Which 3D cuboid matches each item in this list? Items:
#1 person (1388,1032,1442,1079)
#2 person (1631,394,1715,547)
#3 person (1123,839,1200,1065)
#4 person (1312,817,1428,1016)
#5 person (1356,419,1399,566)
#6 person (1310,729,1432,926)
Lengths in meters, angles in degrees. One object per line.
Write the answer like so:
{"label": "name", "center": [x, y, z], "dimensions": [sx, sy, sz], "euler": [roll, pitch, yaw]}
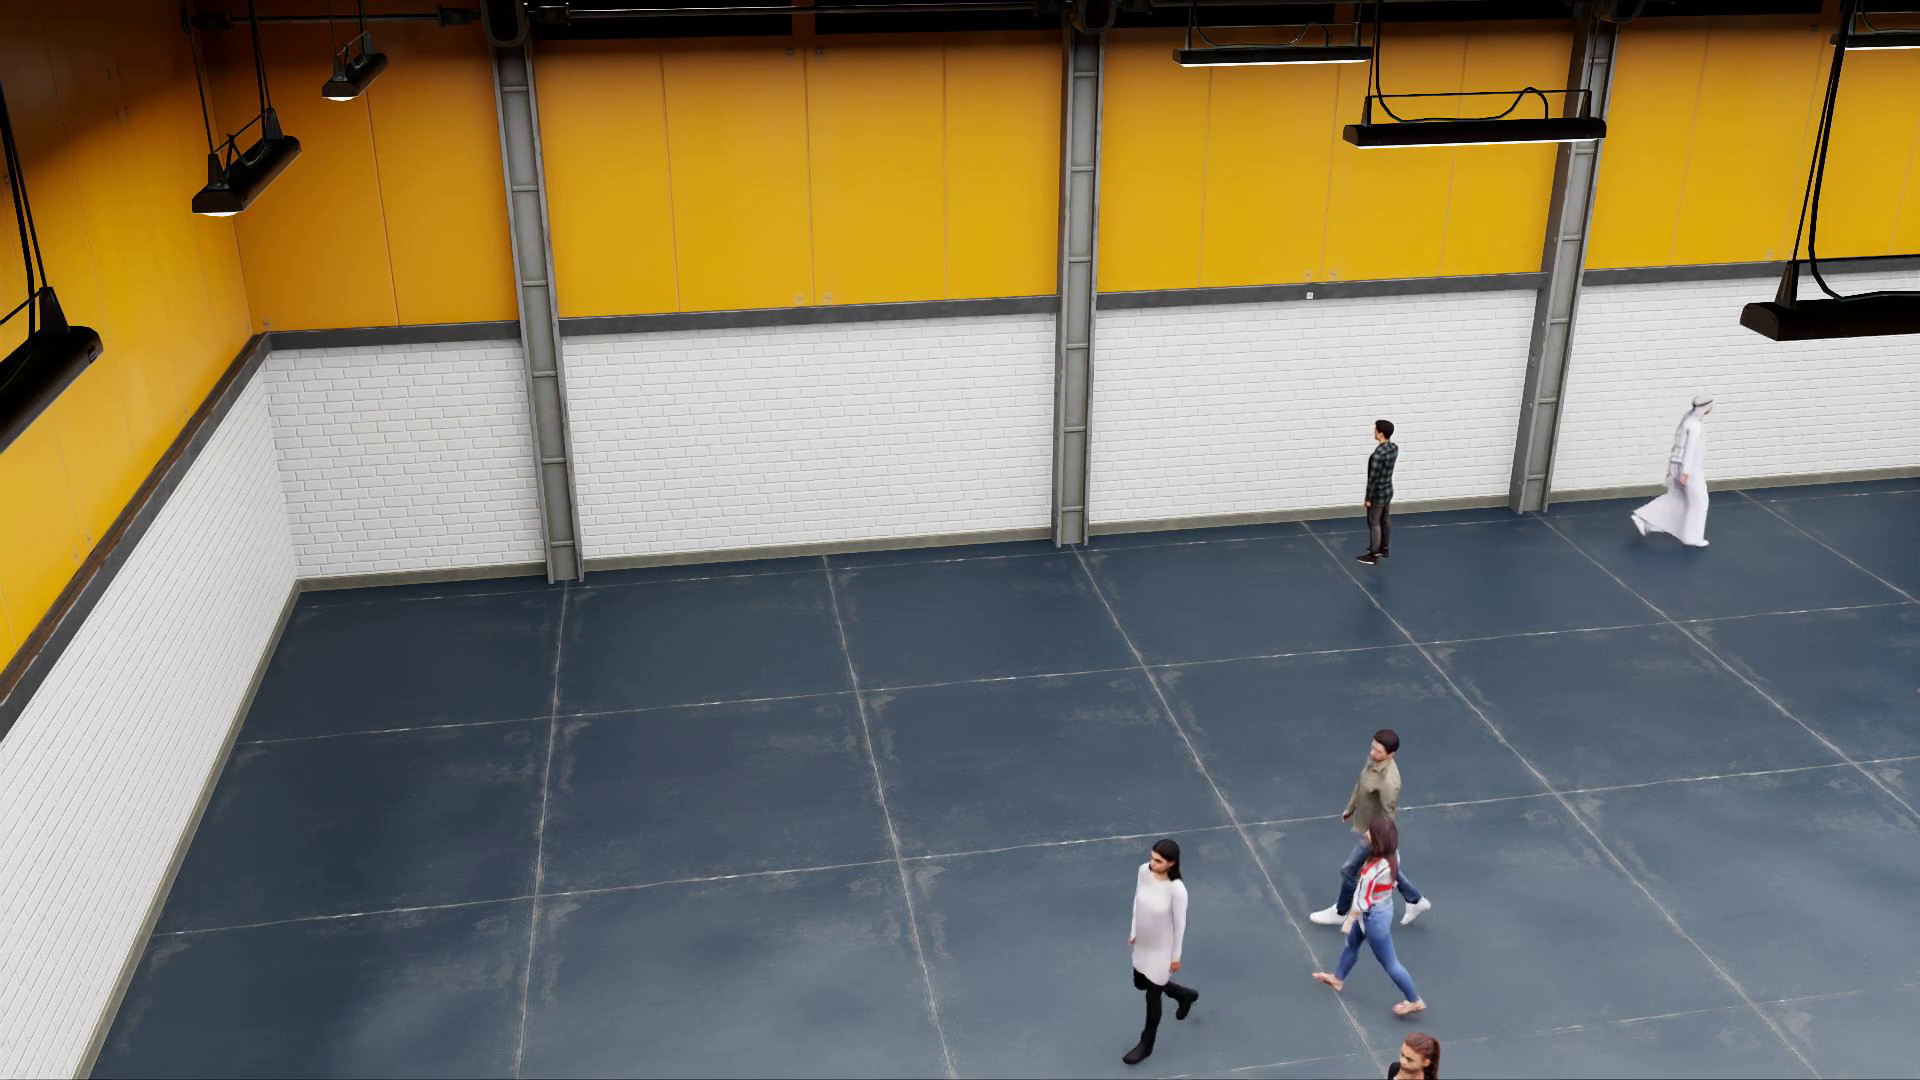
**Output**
{"label": "person", "center": [2.703, 3.622, 10.078], "dimensions": [0.661, 1.555, 0.632], "euler": [-17, 29, -33]}
{"label": "person", "center": [8.587, -0.849, 19.879], "dimensions": [1.237, 1.897, 0.957], "euler": [5, 24, 11]}
{"label": "person", "center": [1.441, 2.818, 11.617], "dimensions": [1.038, 1.795, 0.856], "euler": [-16, 28, -32]}
{"label": "person", "center": [3.096, 2.756, 12.037], "dimensions": [1.155, 1.573, 1.036], "euler": [12, 26, 26]}
{"label": "person", "center": [4.813, -0.570, 19.039], "dimensions": [0.770, 1.709, 0.712], "euler": [18, 30, 36]}
{"label": "person", "center": [3.301, 2.248, 12.857], "dimensions": [1.251, 1.847, 0.929], "euler": [4, 24, 8]}
